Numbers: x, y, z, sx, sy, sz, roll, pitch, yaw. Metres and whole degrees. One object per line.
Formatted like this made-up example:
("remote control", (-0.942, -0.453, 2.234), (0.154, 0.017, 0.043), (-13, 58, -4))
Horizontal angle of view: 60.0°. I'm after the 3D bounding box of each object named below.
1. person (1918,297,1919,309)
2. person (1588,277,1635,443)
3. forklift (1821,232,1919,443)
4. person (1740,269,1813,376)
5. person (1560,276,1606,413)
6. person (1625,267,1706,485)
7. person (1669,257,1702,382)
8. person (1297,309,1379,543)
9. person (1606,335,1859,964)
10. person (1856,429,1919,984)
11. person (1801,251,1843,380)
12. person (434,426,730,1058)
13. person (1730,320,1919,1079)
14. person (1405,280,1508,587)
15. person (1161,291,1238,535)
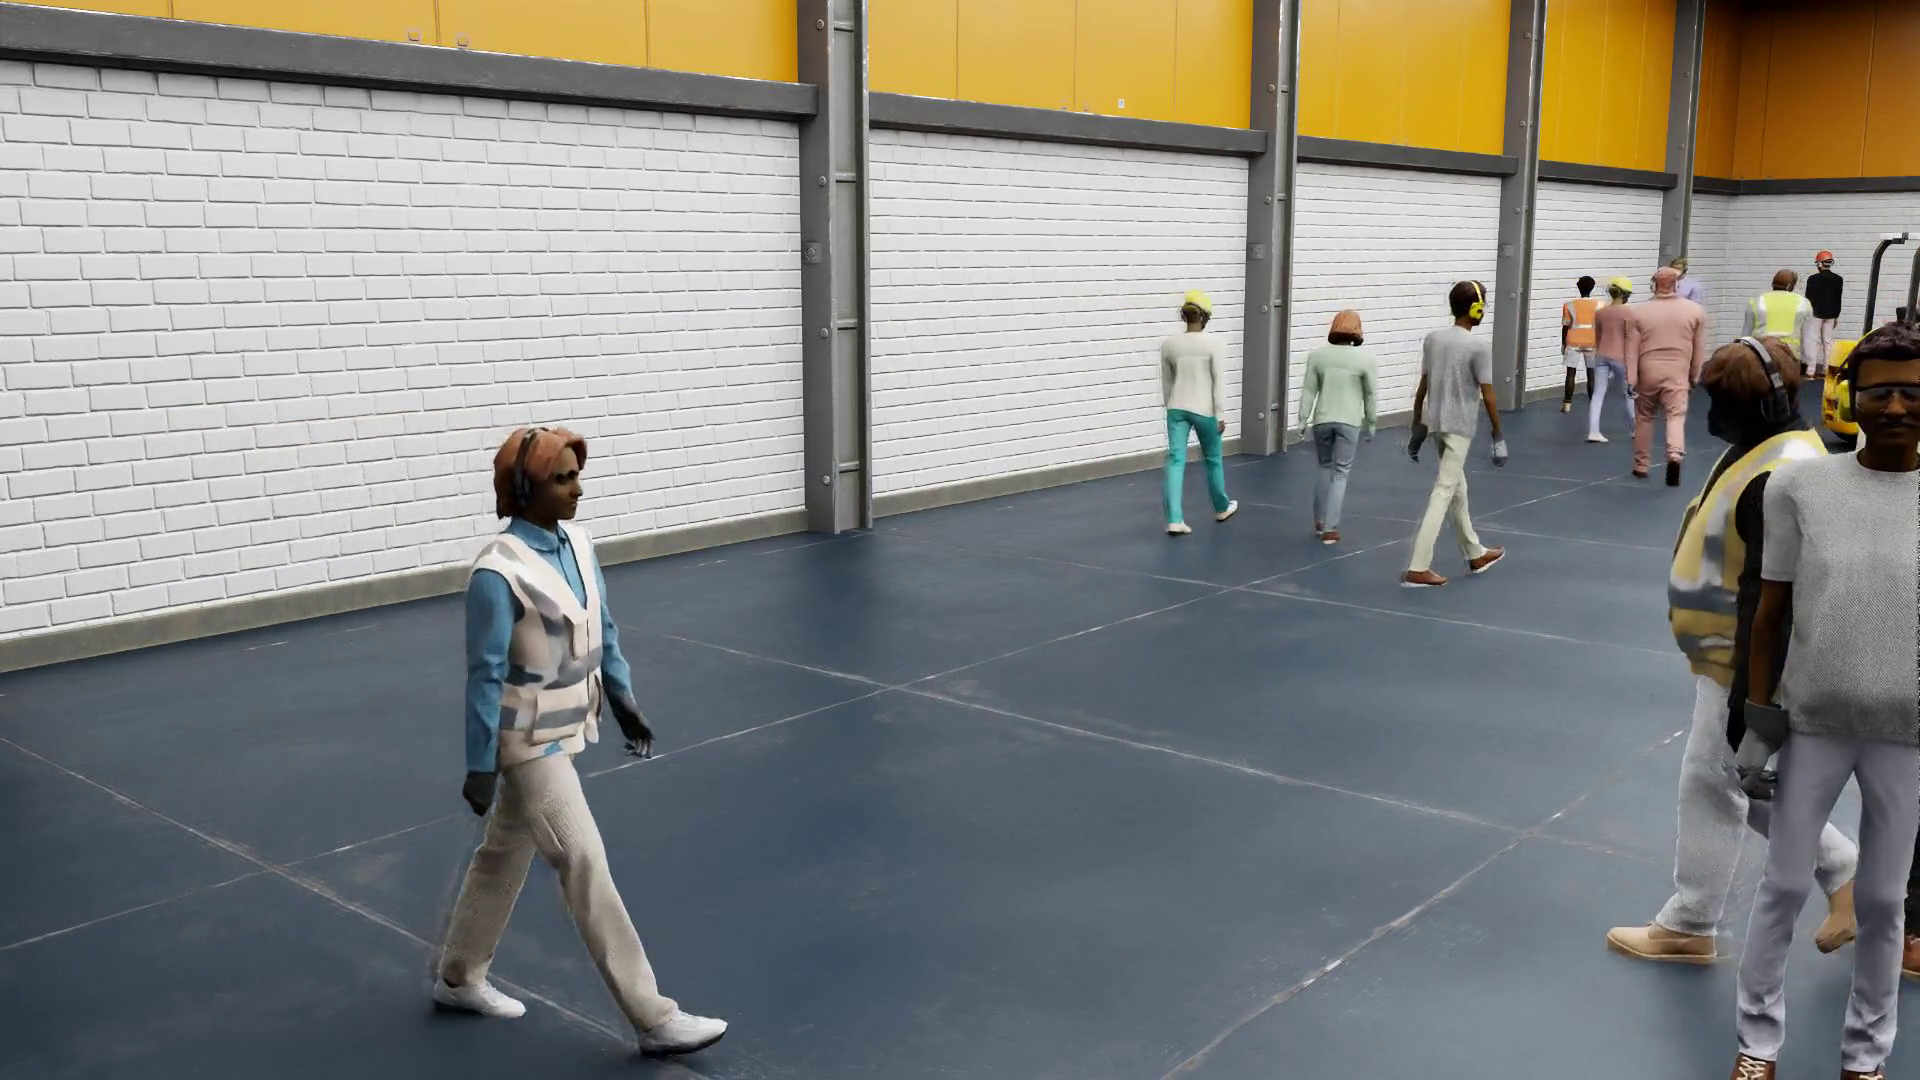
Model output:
("person", (14.517, -3.139, 24.825), (0.498, 1.636, 0.286), (0, 10, 2))
("person", (6.894, -1.879, 17.392), (0.896, 1.712, 0.537), (-6, 12, -32))
("forklift", (9.955, -1.972, 16.595), (2.313, 2.155, 1.214), (1, 10, 8))
("person", (8.269, -1.835, 16.895), (0.675, 1.819, 0.510), (3, 10, 17))
("person", (7.670, -2.402, 20.486), (0.532, 1.691, 0.321), (3, 10, 15))
("person", (6.097, -1.428, 14.419), (0.641, 1.873, 0.888), (3, 10, 18))
("person", (10.026, -2.997, 23.249), (0.639, 1.919, 0.770), (8, 13, 38))
("person", (2.650, -0.792, 11.561), (0.509, 1.611, 0.614), (6, 12, 30))
("person", (2.220, 0.340, 4.541), (0.668, 1.803, 0.660), (4, 11, 20))
("person", (2.783, 0.223, 4.735), (0.620, 1.978, 0.637), (1, 10, 4))
("person", (13.249, -3.449, 25.606), (0.612, 1.986, 0.402), (-2, 10, -11))
("person", (-1.014, 0.506, 4.201), (0.874, 1.592, 0.518), (2, 10, 9))
("person", (2.051, 0.447, 3.776), (0.520, 1.862, 0.335), (4, 11, 21))
("person", (3.070, -0.635, 10.030), (0.927, 1.816, 0.564), (-5, 11, -26))
("person", (1.707, -0.917, 11.929), (0.538, 1.708, 0.913), (6, 12, 31))
